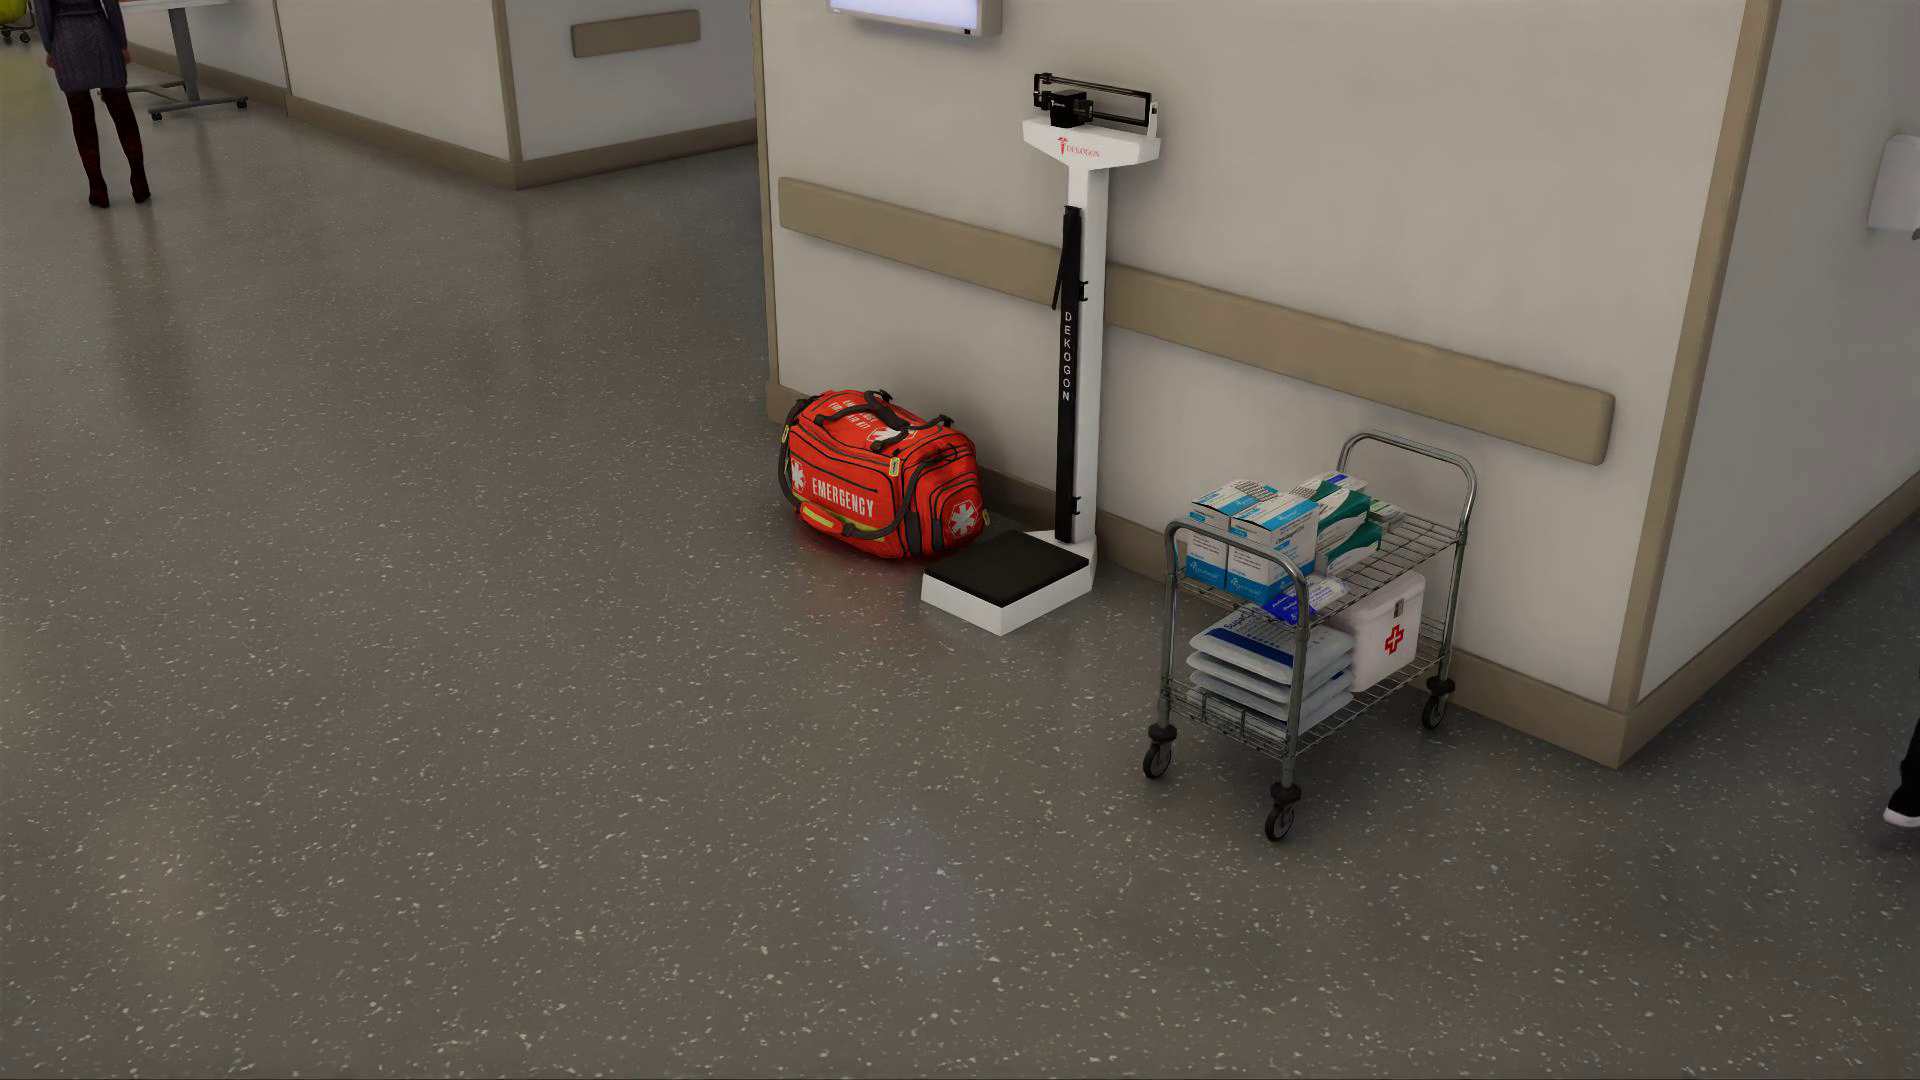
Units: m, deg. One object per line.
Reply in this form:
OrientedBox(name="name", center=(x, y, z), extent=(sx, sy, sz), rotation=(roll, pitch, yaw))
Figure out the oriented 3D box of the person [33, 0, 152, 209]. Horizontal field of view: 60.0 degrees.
OrientedBox(name="person", center=(-4.907, -2.747, 9.345), extent=(0.632, 1.710, 0.584), rotation=(-15, 30, -29))
